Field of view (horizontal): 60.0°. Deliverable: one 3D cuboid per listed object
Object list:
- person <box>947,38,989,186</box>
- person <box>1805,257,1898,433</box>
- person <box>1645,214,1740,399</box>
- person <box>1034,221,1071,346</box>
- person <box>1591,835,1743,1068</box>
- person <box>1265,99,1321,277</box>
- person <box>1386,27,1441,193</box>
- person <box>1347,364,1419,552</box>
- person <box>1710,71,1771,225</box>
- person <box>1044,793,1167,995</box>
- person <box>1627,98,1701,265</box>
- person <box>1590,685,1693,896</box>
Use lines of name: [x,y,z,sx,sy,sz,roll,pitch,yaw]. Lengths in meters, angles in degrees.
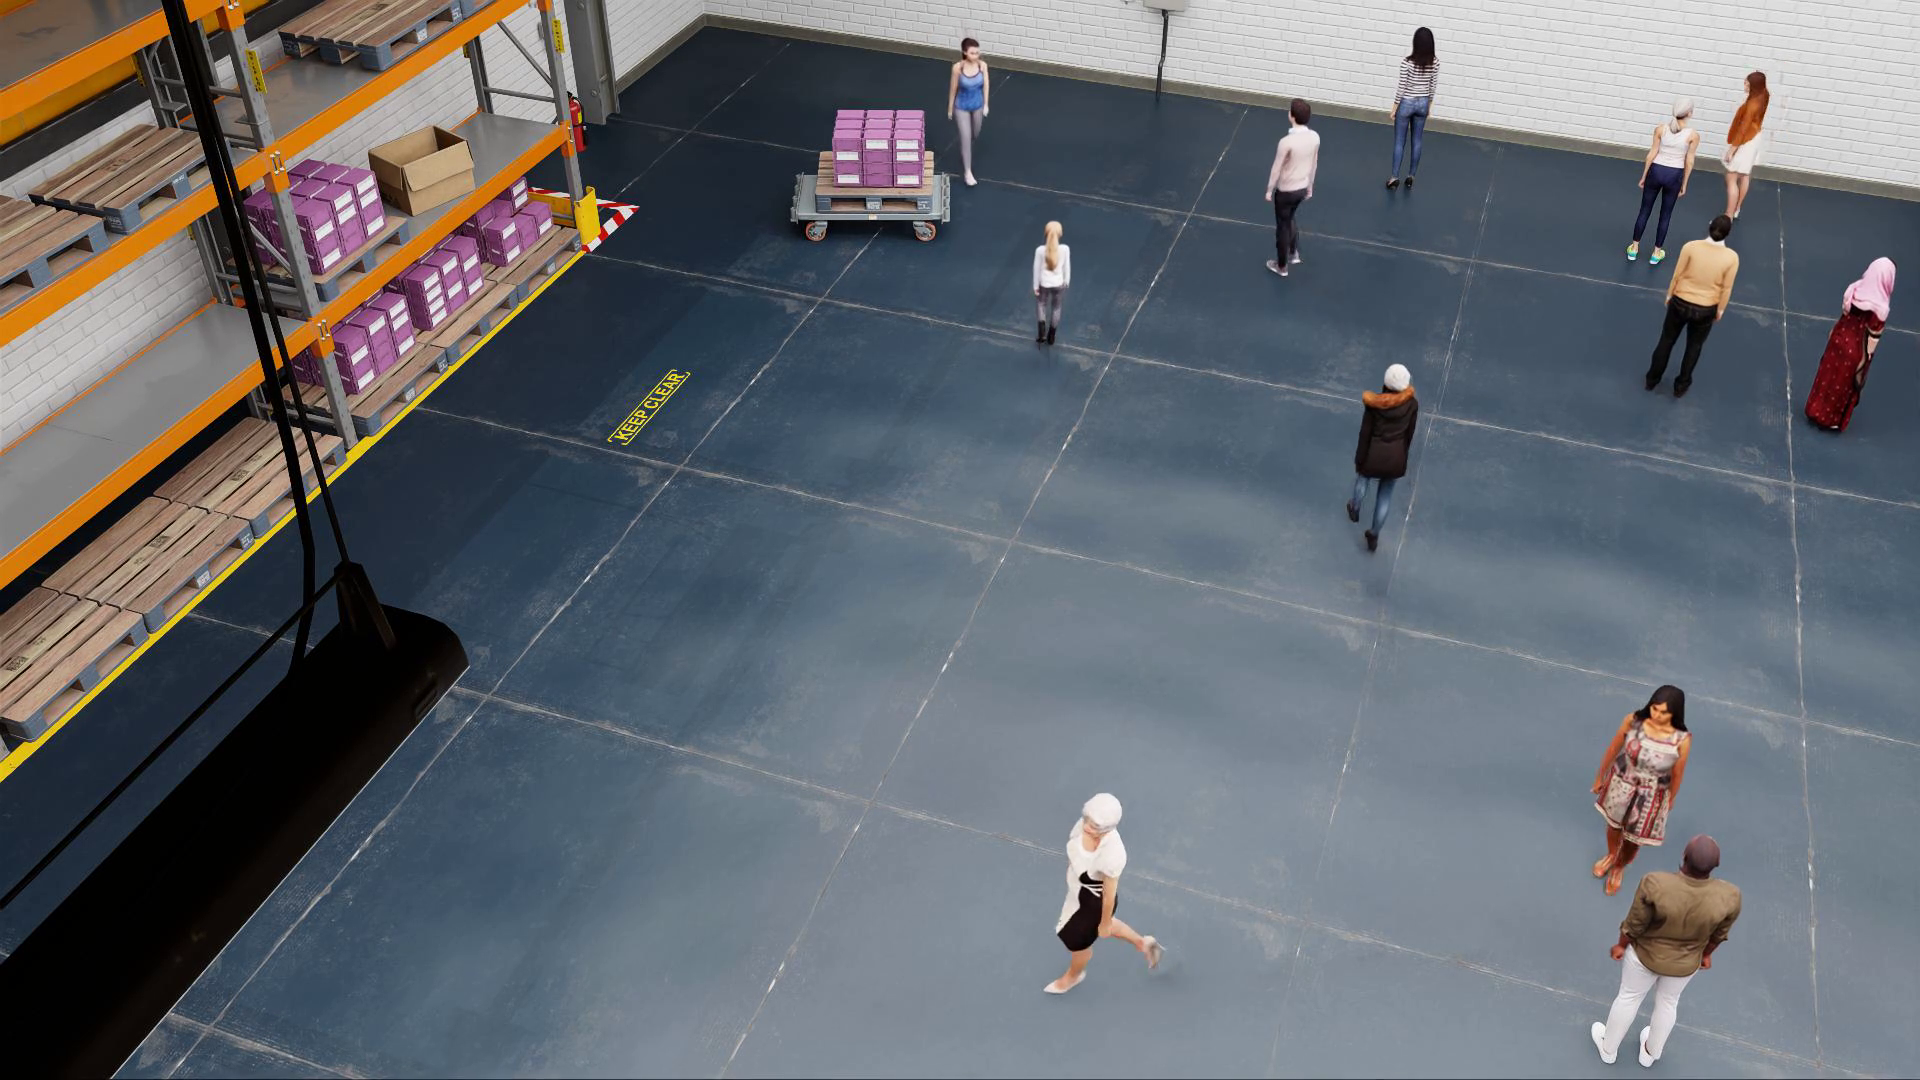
person: [0.079,-4.728,18.123,0.976,1.577,1.124,-8,39,-10]
person: [7.653,-1.689,14.271,0.823,1.635,0.715,-8,39,-10]
person: [6.451,-2.067,14.646,0.679,1.756,0.613,18,42,21]
person: [0.847,-2.341,15.380,0.574,1.270,0.656,1,39,2]
person: [3.880,2.275,9.155,0.757,1.825,0.645,6,39,7]
person: [3.291,-3.401,16.284,0.735,1.797,0.812,-22,44,-26]
person: [4.834,-4.592,17.777,0.658,1.796,0.642,-4,39,-5]
person: [3.306,-0.613,12.940,0.755,1.614,0.902,4,39,4]
person: [8.196,-4.098,17.254,0.678,1.676,0.898,-24,45,-27]
person: [0.849,2.031,9.538,0.998,1.729,1.017,-7,39,-8]
person: [7.020,-3.586,16.593,0.629,1.702,0.573,18,42,21]
person: [4.240,1.479,10.305,0.752,1.633,0.758,27,46,30]
